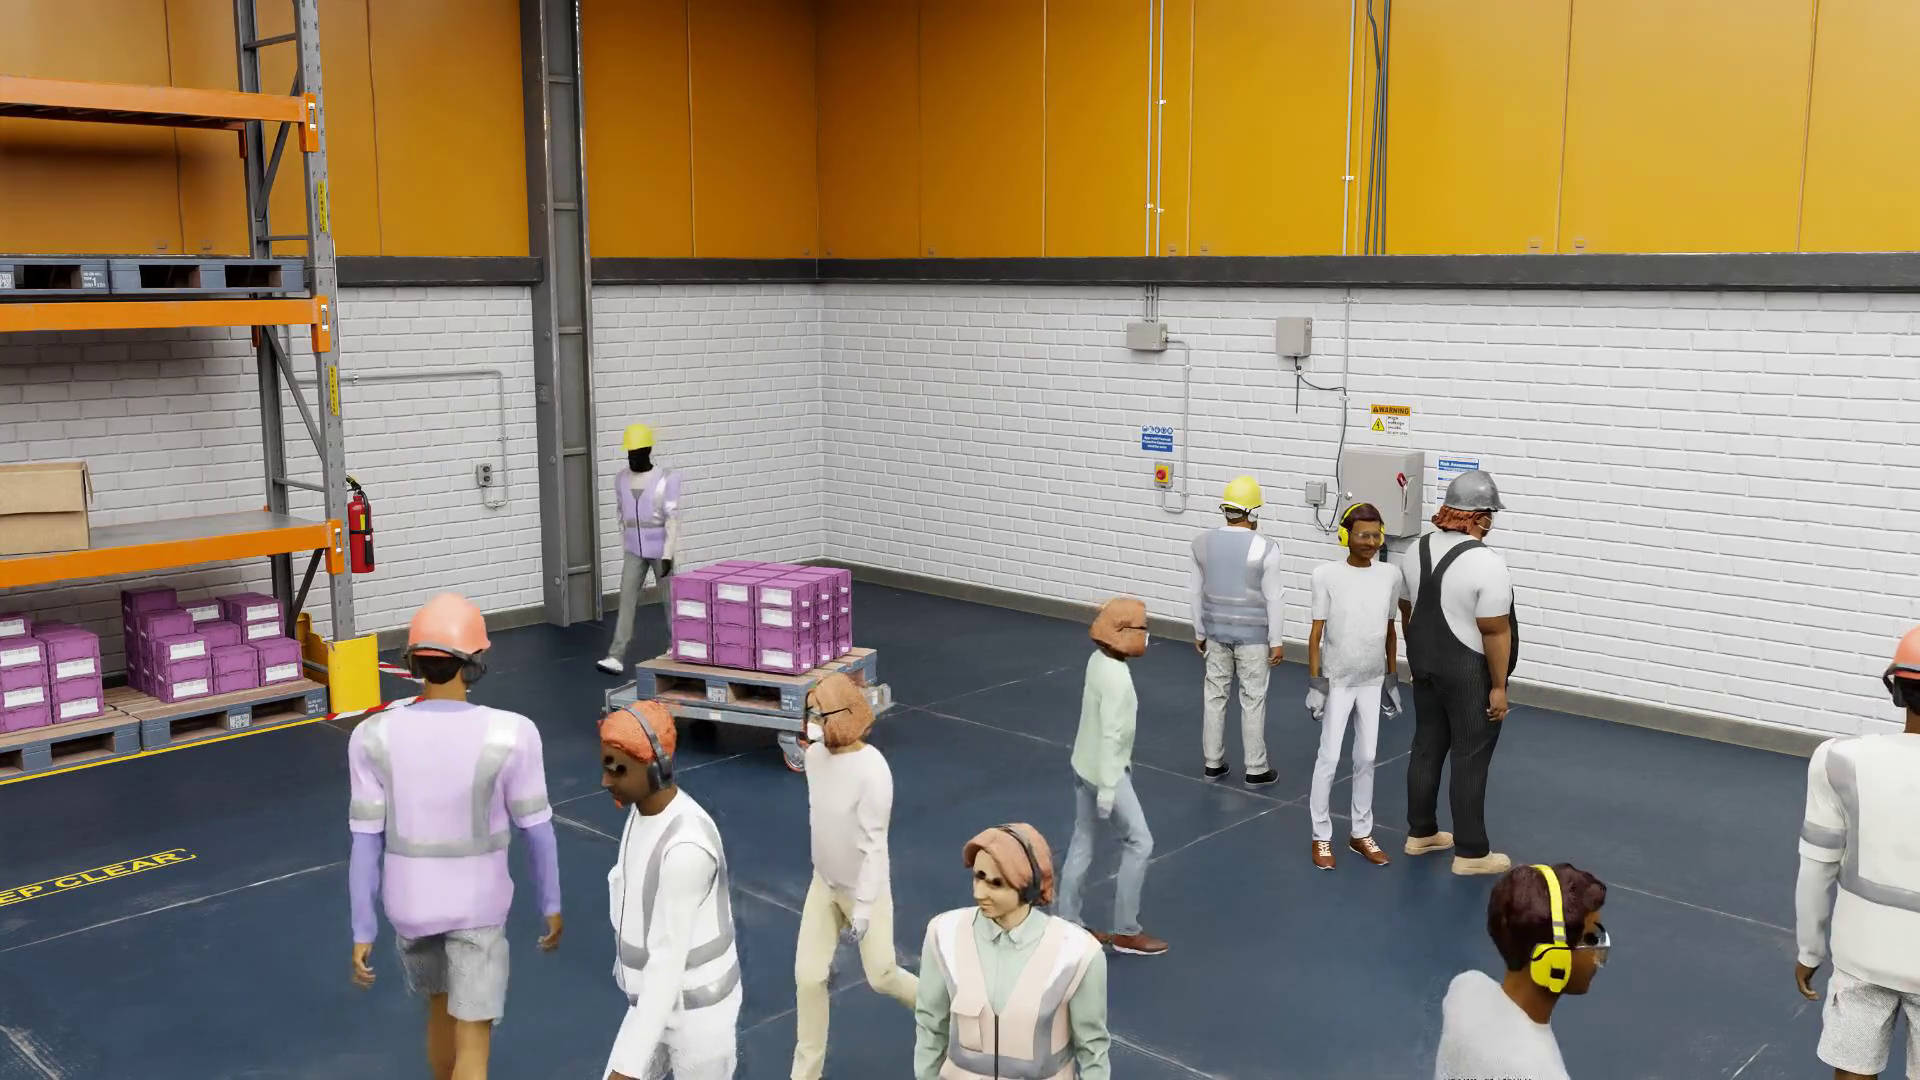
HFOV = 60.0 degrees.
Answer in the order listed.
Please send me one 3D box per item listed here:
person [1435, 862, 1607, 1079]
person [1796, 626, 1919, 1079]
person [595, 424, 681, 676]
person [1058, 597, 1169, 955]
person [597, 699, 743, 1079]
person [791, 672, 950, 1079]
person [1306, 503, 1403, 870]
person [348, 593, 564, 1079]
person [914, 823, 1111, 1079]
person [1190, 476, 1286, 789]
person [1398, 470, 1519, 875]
[{"bbox_3d":[1.251,1.560,3.496,0.924,1.825,0.543,0,9,0],"label":"person"},{"bbox_3d":[2.783,1.232,4.869,0.613,2.039,0.393,8,12,42],"label":"person"},{"bbox_3d":[-2.378,0.075,12.473,0.591,1.877,0.982,3,10,19],"label":"person"},{"bbox_3d":[0.706,1.042,7.352,0.612,1.606,0.523,-2,9,-10],"label":"person"},{"bbox_3d":[-0.915,1.361,4.666,0.860,1.848,0.576,-5,10,-28],"label":"person"},{"bbox_3d":[-0.350,1.253,6.077,0.747,1.603,0.496,-9,13,-42],"label":"person"},{"bbox_3d":[2.004,0.734,8.444,0.512,1.873,0.328,-2,9,-13],"label":"person"},{"bbox_3d":[-1.638,1.188,5.314,0.627,2.006,0.992,0,9,0],"label":"person"},{"bbox_3d":[0.130,1.522,4.327,0.525,1.637,0.307,3,10,19],"label":"person"},{"bbox_3d":[1.639,0.538,9.758,0.588,1.835,0.403,7,11,35],"label":"person"},{"bbox_3d":[2.566,0.650,8.439,0.537,2.000,0.689,-5,10,-26],"label":"person"}]
